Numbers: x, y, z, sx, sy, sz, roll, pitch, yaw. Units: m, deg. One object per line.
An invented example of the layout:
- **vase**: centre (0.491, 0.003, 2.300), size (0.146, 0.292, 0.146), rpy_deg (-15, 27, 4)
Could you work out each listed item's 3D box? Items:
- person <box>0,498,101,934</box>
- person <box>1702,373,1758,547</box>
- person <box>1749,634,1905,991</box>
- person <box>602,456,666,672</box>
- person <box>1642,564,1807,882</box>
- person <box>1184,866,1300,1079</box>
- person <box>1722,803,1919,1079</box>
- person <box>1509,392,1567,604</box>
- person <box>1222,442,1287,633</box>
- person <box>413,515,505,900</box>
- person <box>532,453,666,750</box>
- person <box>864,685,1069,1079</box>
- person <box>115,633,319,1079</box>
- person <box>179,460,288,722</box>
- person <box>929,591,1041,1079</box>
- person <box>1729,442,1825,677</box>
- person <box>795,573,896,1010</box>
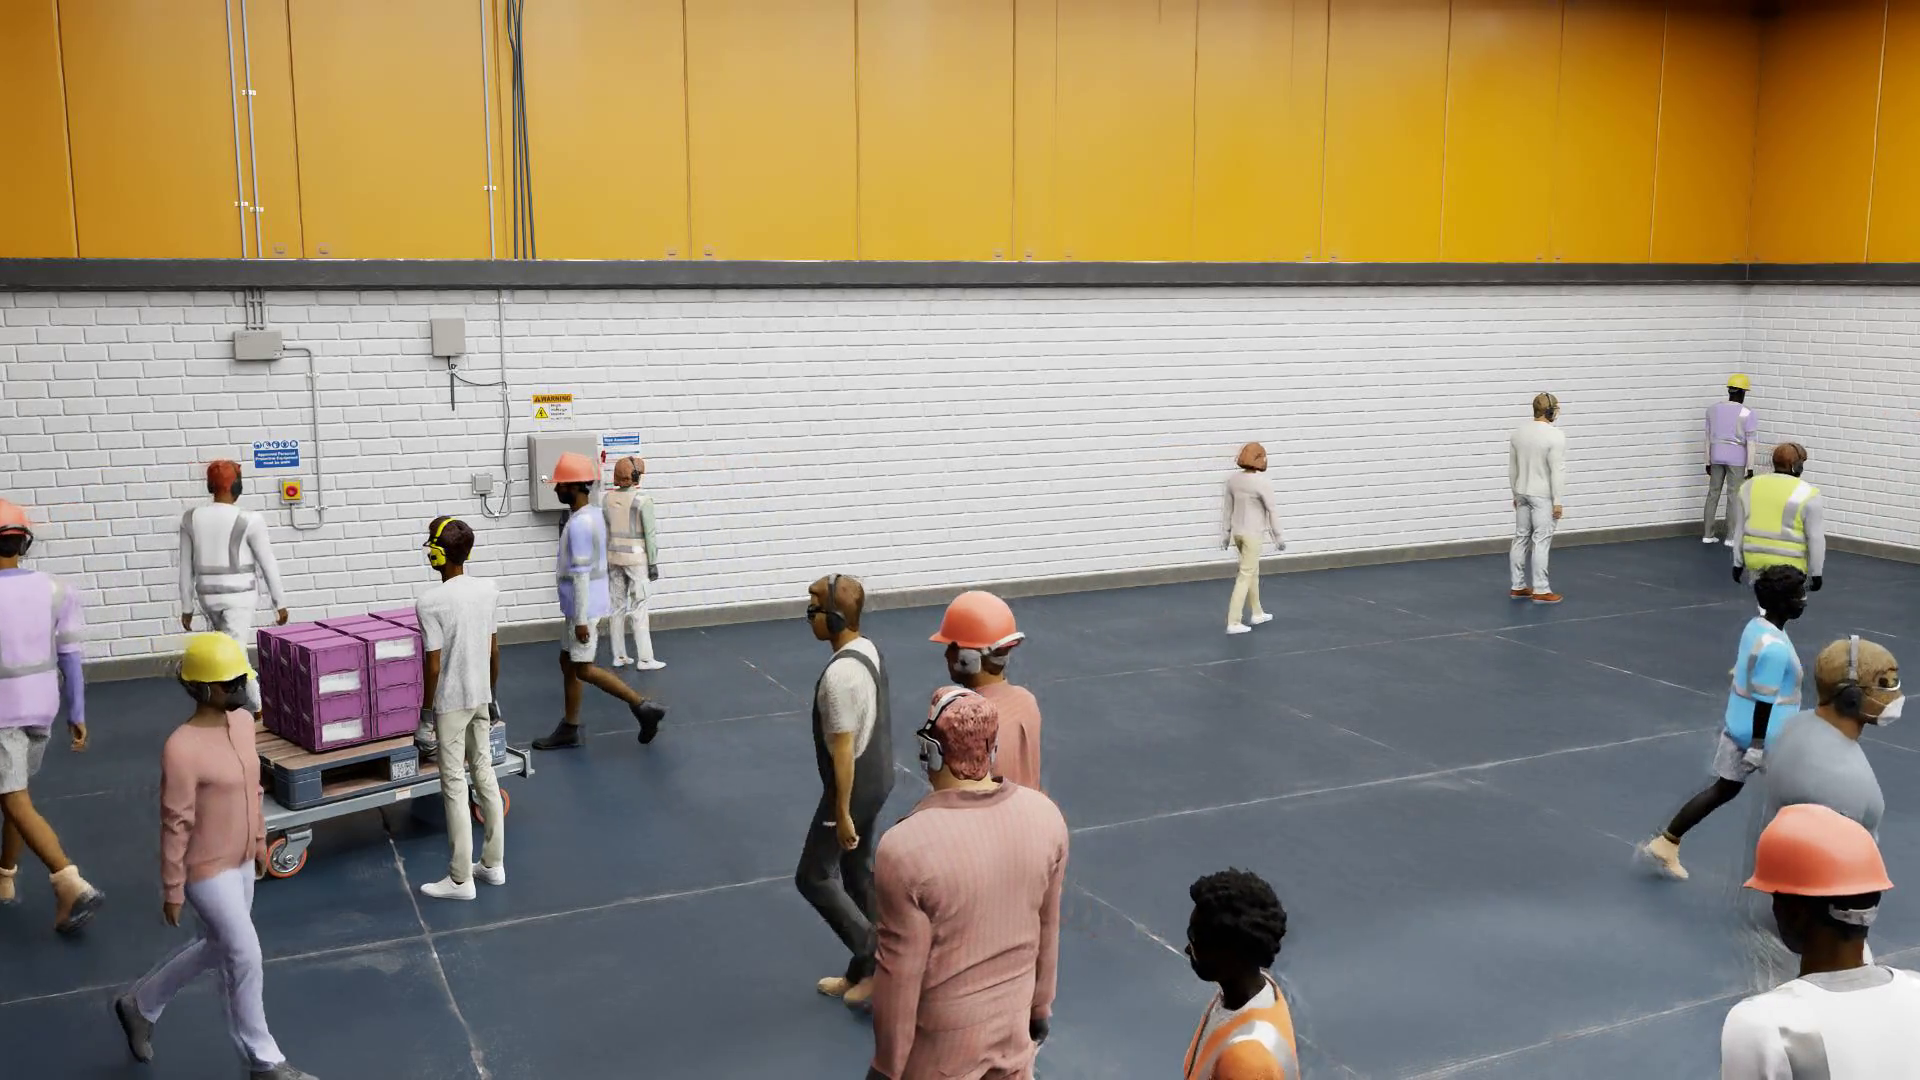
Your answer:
- **person**: centre (-4.360, 0.805, 7.745), size (1.028, 2.003, 0.627), rpy_deg (5, 10, 27)
- **person**: centre (8.535, -0.883, 18.431), size (0.388, 1.919, 0.582), rpy_deg (-7, 12, -39)
- **person**: centre (2.720, 1.239, 5.229), size (0.444, 1.925, 0.659), rpy_deg (3, 10, 20)
- **person**: centre (-2.512, 0.182, 12.675), size (0.515, 1.641, 0.314), rpy_deg (6, 11, 32)
- **person**: centre (3.832, 0.916, 8.084), size (0.868, 1.655, 0.523), rpy_deg (2, 9, 12)
- **person**: centre (0.610, 1.581, 3.937), size (0.859, 1.649, 0.545), rpy_deg (1, 9, 4)
- **person**: centre (1.795, 1.509, 3.556), size (0.542, 1.929, 0.368), rpy_deg (-3, 10, -19)
- **person**: centre (5.304, -0.388, 15.292), size (0.374, 1.939, 0.629), rpy_deg (-4, 10, -24)
- **person**: centre (2.526, -0.024, 14.070), size (0.744, 1.607, 0.508), rpy_deg (-6, 11, -31)
- **person**: centre (-2.440, 0.807, 8.076), size (0.328, 1.876, 0.513), rpy_deg (5, 10, 27)
- **person**: centre (-2.297, 0.403, 10.474), size (0.797, 1.916, 0.548), rpy_deg (-1, 9, -5)
- **person**: centre (-0.007, 1.345, 4.642), size (0.654, 1.906, 0.408), rpy_deg (-8, 12, -40)
- **person**: centre (-2.809, 1.186, 6.151), size (0.780, 1.741, 0.526), rpy_deg (1, 9, 4)
- **person**: centre (-4.693, 0.392, 10.789), size (0.603, 1.828, 1.001), rpy_deg (2, 9, 10)
- **person**: centre (0.108, 1.148, 5.639), size (0.496, 1.978, 0.620), rpy_deg (5, 10, 29)
- **person**: centre (5.983, 0.177, 12.244), size (0.942, 1.804, 0.640), rpy_deg (-5, 11, -30)
- **person**: centre (-0.472, 1.037, 6.810), size (0.395, 1.832, 0.505), rpy_deg (3, 10, 16)
